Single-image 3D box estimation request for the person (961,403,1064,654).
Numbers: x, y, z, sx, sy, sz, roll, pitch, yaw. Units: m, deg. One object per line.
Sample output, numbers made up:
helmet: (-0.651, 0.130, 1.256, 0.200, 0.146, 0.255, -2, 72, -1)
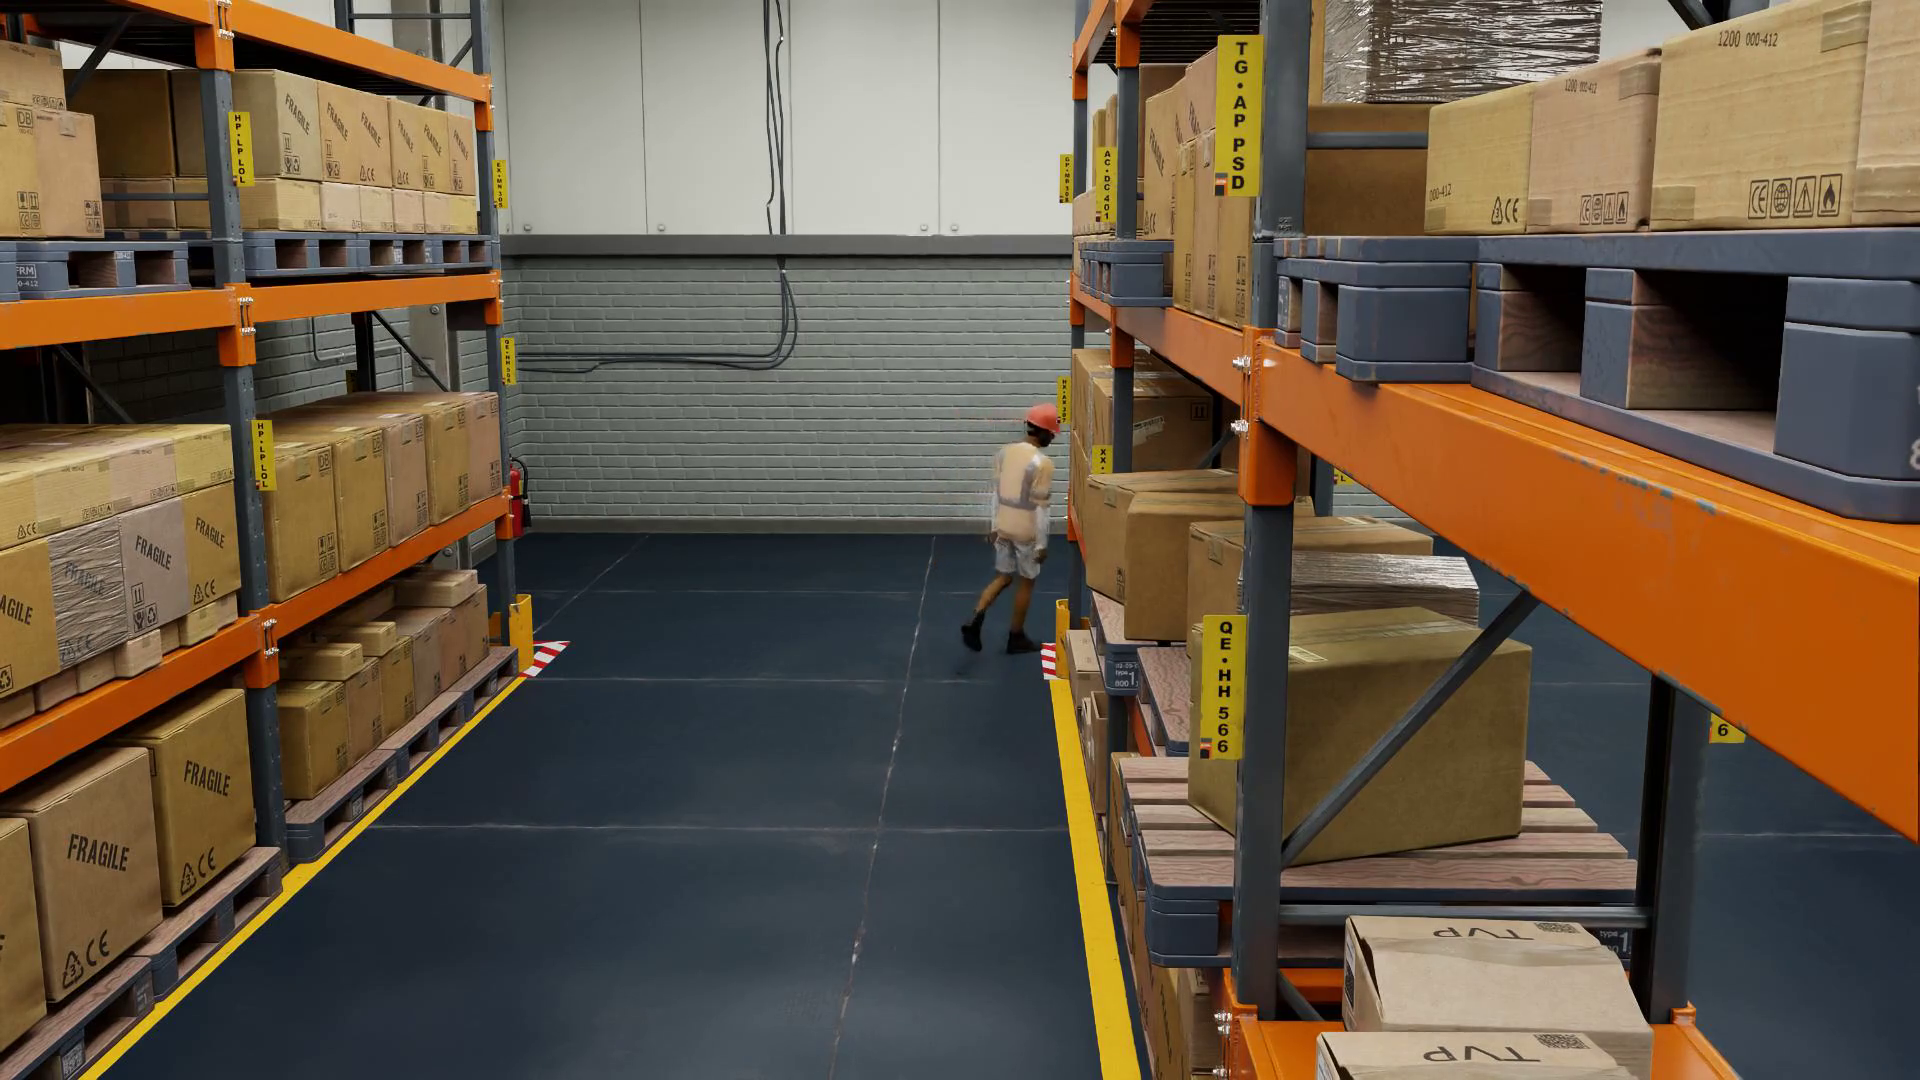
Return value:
person: (0.397, -0.052, 12.146, 0.705, 1.887, 0.622, -8, 13, -39)
